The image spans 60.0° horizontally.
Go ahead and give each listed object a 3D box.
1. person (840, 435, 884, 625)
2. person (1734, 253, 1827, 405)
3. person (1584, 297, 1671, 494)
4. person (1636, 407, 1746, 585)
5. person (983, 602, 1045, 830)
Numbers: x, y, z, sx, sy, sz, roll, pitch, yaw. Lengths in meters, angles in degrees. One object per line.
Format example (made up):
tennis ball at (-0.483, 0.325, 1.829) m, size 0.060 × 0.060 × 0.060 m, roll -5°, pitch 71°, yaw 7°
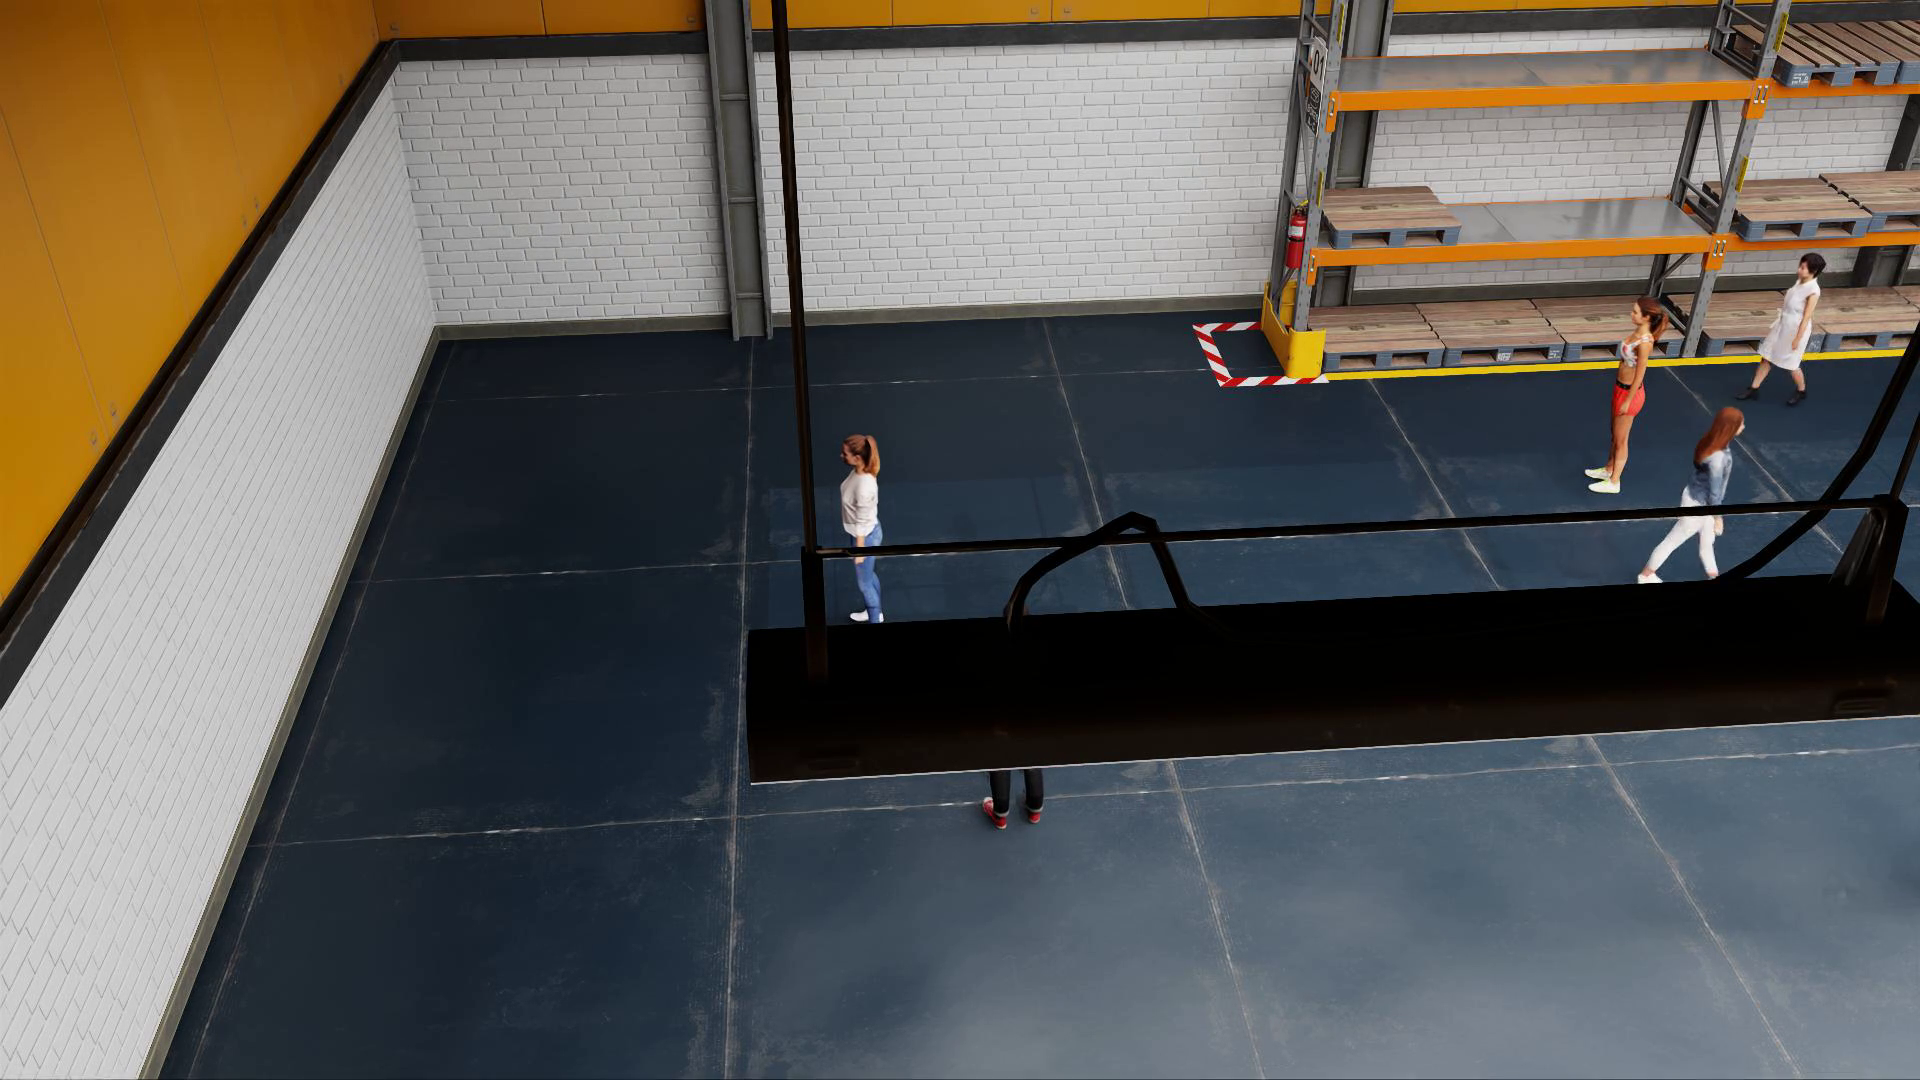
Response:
person at (-0.703, -0.021, 12.312) m, size 0.500 × 1.722 × 0.589 m, roll -3°, pitch 34°, yaw -5°
person at (7.730, -1.915, 15.329) m, size 0.884 × 1.536 × 0.617 m, roll 1°, pitch 34°, yaw 1°
person at (5.651, -1.227, 14.064) m, size 0.657 × 1.790 × 0.651 m, roll 8°, pitch 34°, yaw 12°
person at (5.556, -0.277, 12.746) m, size 1.121 × 1.668 × 0.909 m, roll 12°, pitch 35°, yaw 17°
person at (0.351, 1.107, 10.579) m, size 0.553 × 1.761 × 0.772 m, roll -6°, pitch 34°, yaw -9°
